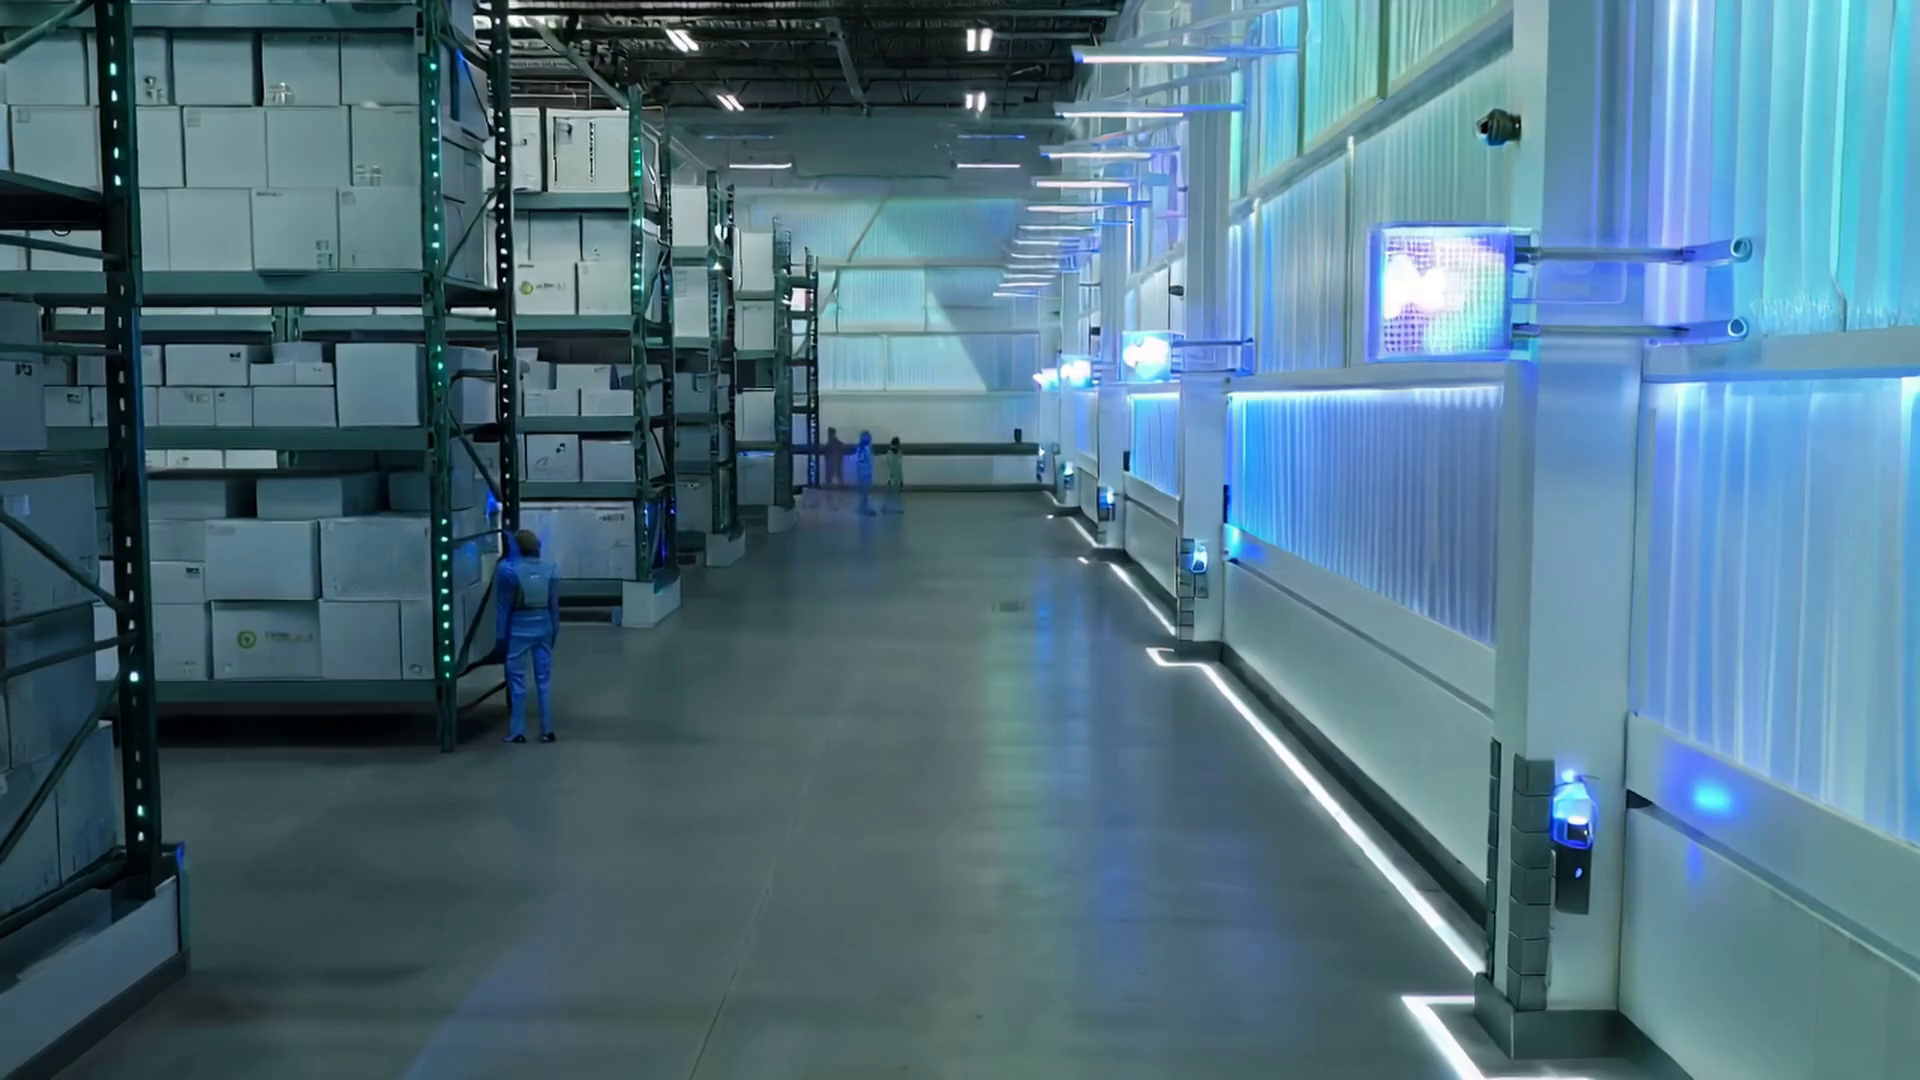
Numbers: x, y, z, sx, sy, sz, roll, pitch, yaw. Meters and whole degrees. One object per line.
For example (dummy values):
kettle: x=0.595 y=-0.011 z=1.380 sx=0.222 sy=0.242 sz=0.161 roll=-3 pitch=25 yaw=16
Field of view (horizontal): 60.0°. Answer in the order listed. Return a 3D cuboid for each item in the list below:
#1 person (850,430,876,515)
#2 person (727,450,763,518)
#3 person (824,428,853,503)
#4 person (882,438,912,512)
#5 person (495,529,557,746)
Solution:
person: x=-2.166 y=-1.503 z=37.002 sx=0.697 sy=1.919 sz=0.547 roll=3 pitch=6 yaw=34
person: x=-4.681 y=-1.299 z=35.934 sx=0.941 sy=1.689 sz=0.487 roll=0 pitch=5 yaw=0
person: x=-3.082 y=-1.850 z=41.329 sx=0.925 sy=1.868 sz=0.630 roll=4 pitch=7 yaw=41
person: x=-1.482 y=-1.465 z=37.820 sx=0.585 sy=1.698 sz=0.910 roll=-4 pitch=7 yaw=-42
person: x=-3.258 y=0.736 z=12.545 sx=0.315 sy=1.632 sz=0.518 roll=5 pitch=7 yaw=44
